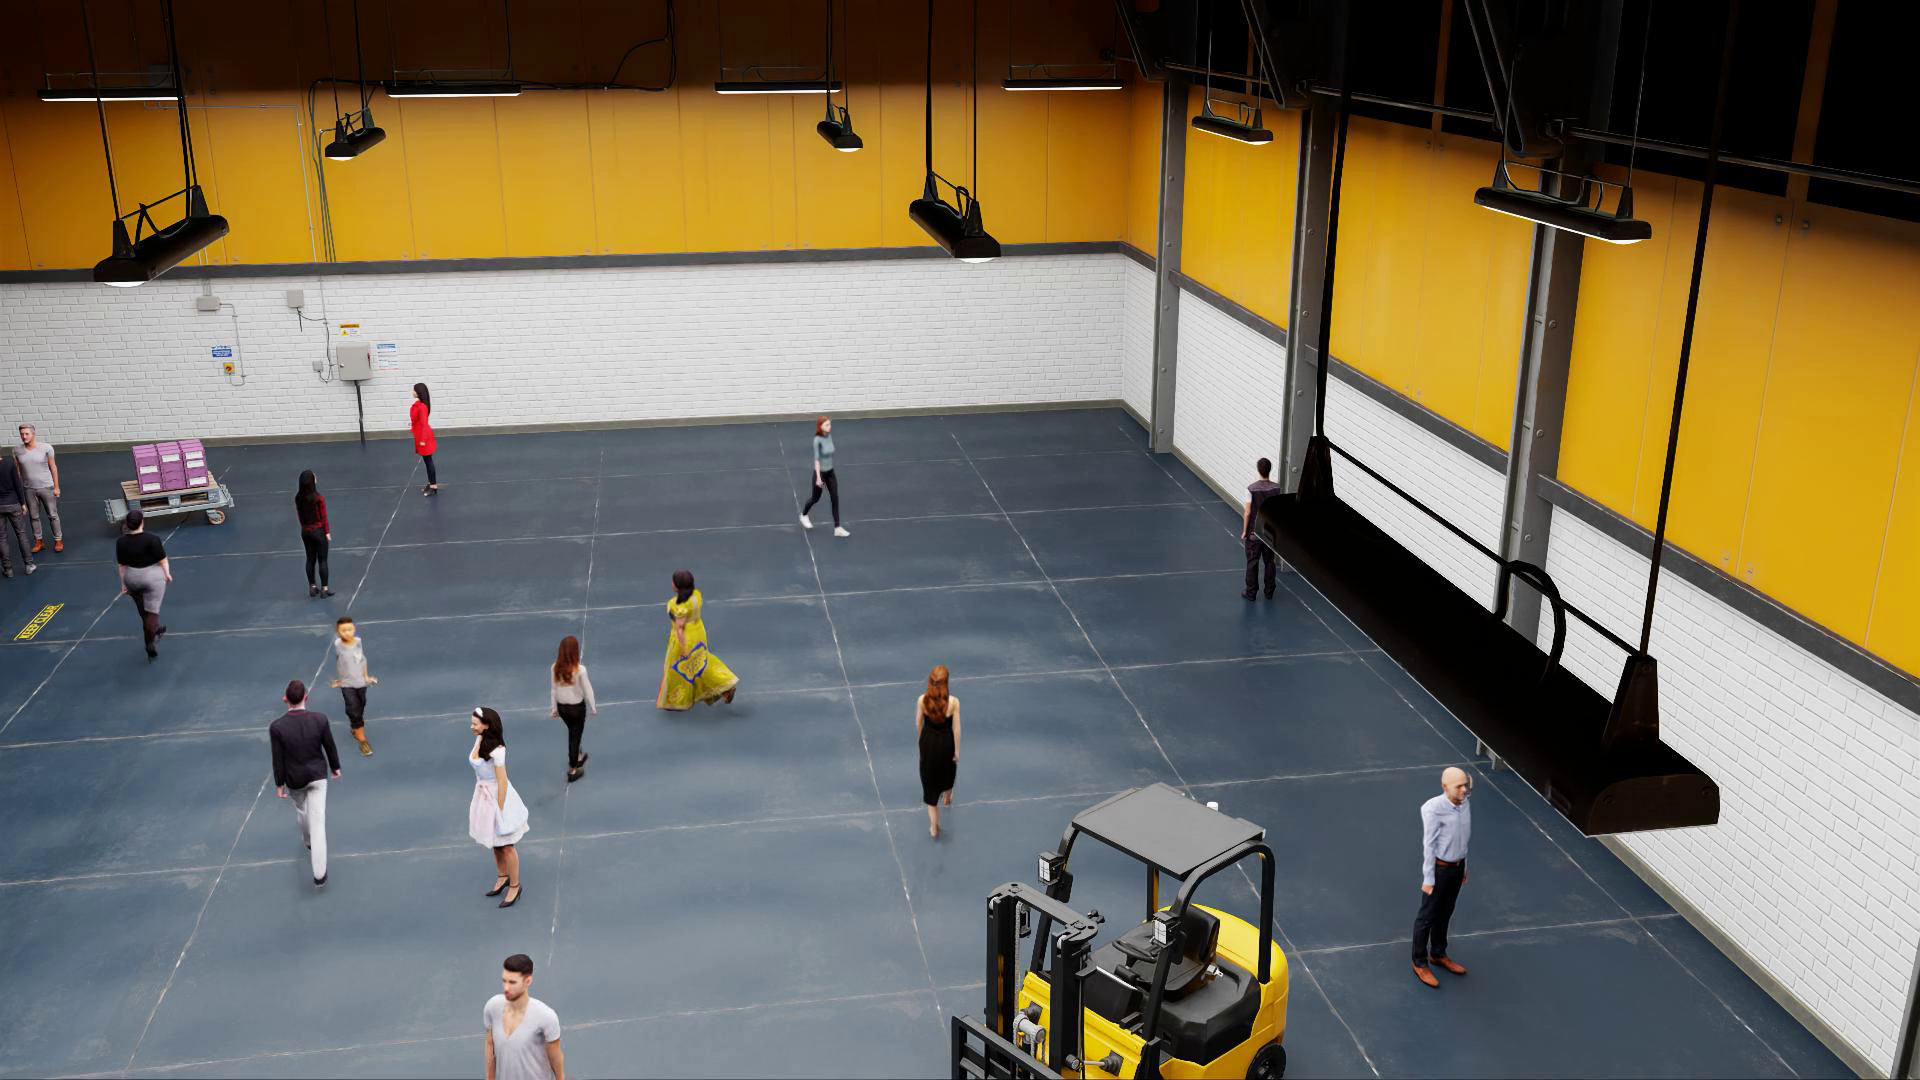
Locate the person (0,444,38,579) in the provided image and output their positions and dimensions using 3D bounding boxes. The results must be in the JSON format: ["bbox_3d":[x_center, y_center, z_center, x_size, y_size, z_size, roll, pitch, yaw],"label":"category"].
[{"bbox_3d":[-12.590,-0.434,21.935,0.697,1.871,0.674,-11,21,-29],"label":"person"}]

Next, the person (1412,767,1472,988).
[{"bbox_3d":[3.797,2.599,13.052,0.723,1.792,0.718,-12,22,-32],"label":"person"}]

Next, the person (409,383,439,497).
[{"bbox_3d":[-8.188,-1.550,25.441,0.718,1.748,0.603,-7,20,-20],"label":"person"}]

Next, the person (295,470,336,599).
[{"bbox_3d":[-8.240,-0.075,21.215,0.659,1.650,0.661,5,19,15],"label":"person"}]

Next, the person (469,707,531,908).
[{"bbox_3d":[-3.931,2.246,14.062,0.898,1.815,0.821,-15,23,-37],"label":"person"}]

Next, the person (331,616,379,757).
[{"bbox_3d":[-6.283,1.409,17.166,0.865,1.420,1.071,-13,23,-34],"label":"person"}]

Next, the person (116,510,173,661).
[{"bbox_3d":[-9.461,0.554,19.244,0.736,1.716,1.095,-1,19,-2],"label":"person"}]

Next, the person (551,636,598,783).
[{"bbox_3d":[-3.835,1.678,16.290,0.730,1.469,0.831,5,19,15],"label":"person"}]

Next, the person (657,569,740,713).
[{"bbox_3d":[-2.827,1.098,17.757,1.125,1.633,1.150,7,20,19],"label":"person"}]

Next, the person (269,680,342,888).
[{"bbox_3d":[-5.658,2.140,14.423,0.884,1.786,1.280,-8,20,-21],"label":"person"}]

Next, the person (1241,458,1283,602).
[{"bbox_3d":[3.827,-0.136,21.086,0.643,1.846,0.557,-3,19,-8],"label":"person"}]

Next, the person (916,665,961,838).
[{"bbox_3d":[-0.223,1.967,15.266,0.699,1.576,1.101,0,19,1],"label":"person"}]

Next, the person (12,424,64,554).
[{"bbox_3d":[-12.669,-0.729,22.877,0.702,1.827,0.547,-4,19,-13],"label":"person"}]

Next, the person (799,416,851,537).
[{"bbox_3d":[-1.994,-0.900,23.577,1.177,1.706,1.109,13,23,34],"label":"person"}]

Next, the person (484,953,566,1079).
[{"bbox_3d":[-2.691,3.416,10.586,1.134,1.817,1.320,8,20,23],"label":"person"}]
